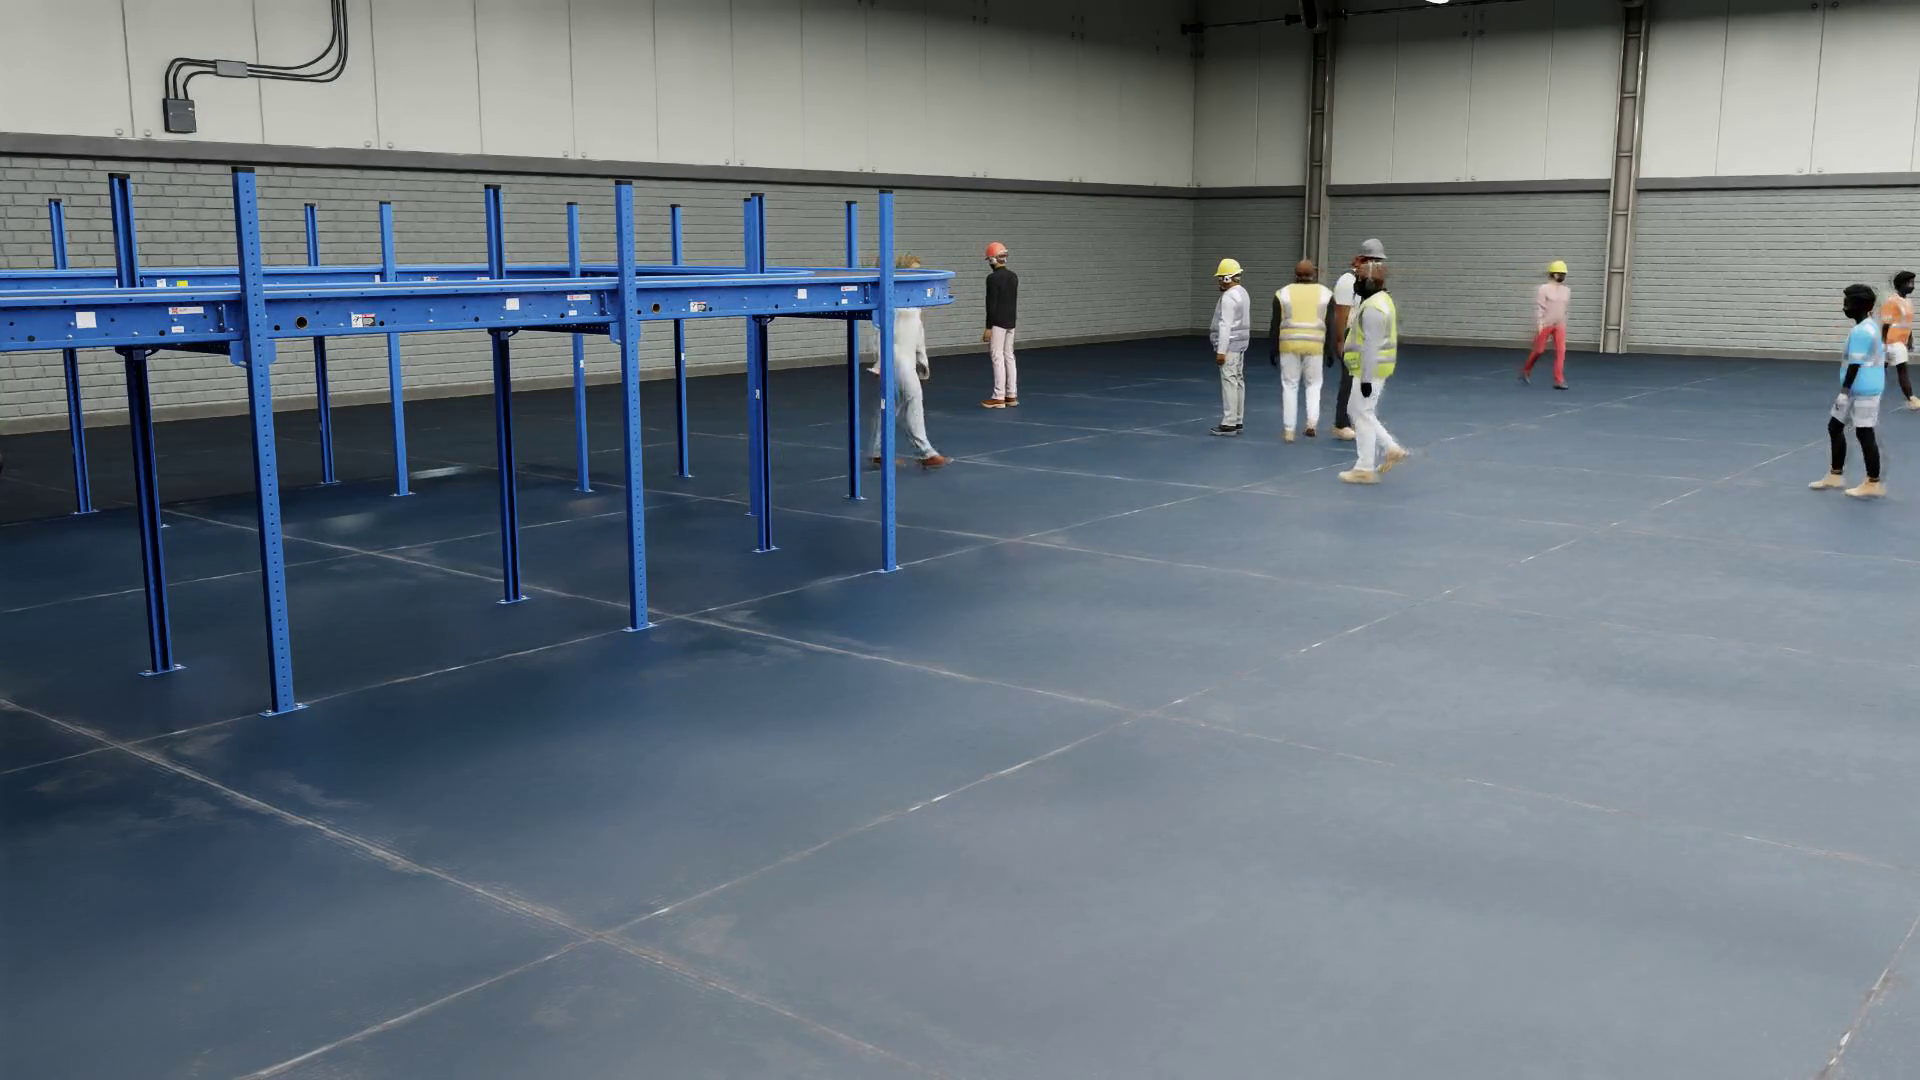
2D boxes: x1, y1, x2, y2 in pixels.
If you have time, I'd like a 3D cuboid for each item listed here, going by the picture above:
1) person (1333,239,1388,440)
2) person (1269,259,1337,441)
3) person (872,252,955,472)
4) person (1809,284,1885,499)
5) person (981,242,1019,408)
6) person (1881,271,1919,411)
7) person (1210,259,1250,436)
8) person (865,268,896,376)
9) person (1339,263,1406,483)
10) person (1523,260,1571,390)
[{"bbox_3d":[4.141,-2.035,16.991,0.697,2.000,0.535,-8,13,-38],"label":"person"},{"bbox_3d":[3.462,-1.916,16.823,0.666,1.823,0.435,1,10,8],"label":"person"},{"bbox_3d":[-0.385,-1.549,14.561,0.930,1.899,0.655,3,11,16],"label":"person"},{"bbox_3d":[6.966,-1.165,13.045,0.666,1.666,0.546,6,12,31],"label":"person"},{"bbox_3d":[0.473,-2.606,20.202,0.398,1.991,0.628,7,12,32],"label":"person"},{"bbox_3d":[11.171,-2.382,19.879,0.537,1.647,0.924,-10,14,-43],"label":"person"},{"bbox_3d":[2.819,-2.020,17.397,0.403,1.823,0.586,5,11,25],"label":"person"},{"bbox_3d":[-0.999,-3.184,24.425,0.807,1.599,0.541,-7,12,-33],"label":"person"},{"bbox_3d":[3.427,-1.389,13.880,0.459,1.828,0.648,4,11,20],"label":"person"},{"bbox_3d":[8.106,-2.972,22.886,0.519,1.743,0.766,-2,10,-12],"label":"person"}]
